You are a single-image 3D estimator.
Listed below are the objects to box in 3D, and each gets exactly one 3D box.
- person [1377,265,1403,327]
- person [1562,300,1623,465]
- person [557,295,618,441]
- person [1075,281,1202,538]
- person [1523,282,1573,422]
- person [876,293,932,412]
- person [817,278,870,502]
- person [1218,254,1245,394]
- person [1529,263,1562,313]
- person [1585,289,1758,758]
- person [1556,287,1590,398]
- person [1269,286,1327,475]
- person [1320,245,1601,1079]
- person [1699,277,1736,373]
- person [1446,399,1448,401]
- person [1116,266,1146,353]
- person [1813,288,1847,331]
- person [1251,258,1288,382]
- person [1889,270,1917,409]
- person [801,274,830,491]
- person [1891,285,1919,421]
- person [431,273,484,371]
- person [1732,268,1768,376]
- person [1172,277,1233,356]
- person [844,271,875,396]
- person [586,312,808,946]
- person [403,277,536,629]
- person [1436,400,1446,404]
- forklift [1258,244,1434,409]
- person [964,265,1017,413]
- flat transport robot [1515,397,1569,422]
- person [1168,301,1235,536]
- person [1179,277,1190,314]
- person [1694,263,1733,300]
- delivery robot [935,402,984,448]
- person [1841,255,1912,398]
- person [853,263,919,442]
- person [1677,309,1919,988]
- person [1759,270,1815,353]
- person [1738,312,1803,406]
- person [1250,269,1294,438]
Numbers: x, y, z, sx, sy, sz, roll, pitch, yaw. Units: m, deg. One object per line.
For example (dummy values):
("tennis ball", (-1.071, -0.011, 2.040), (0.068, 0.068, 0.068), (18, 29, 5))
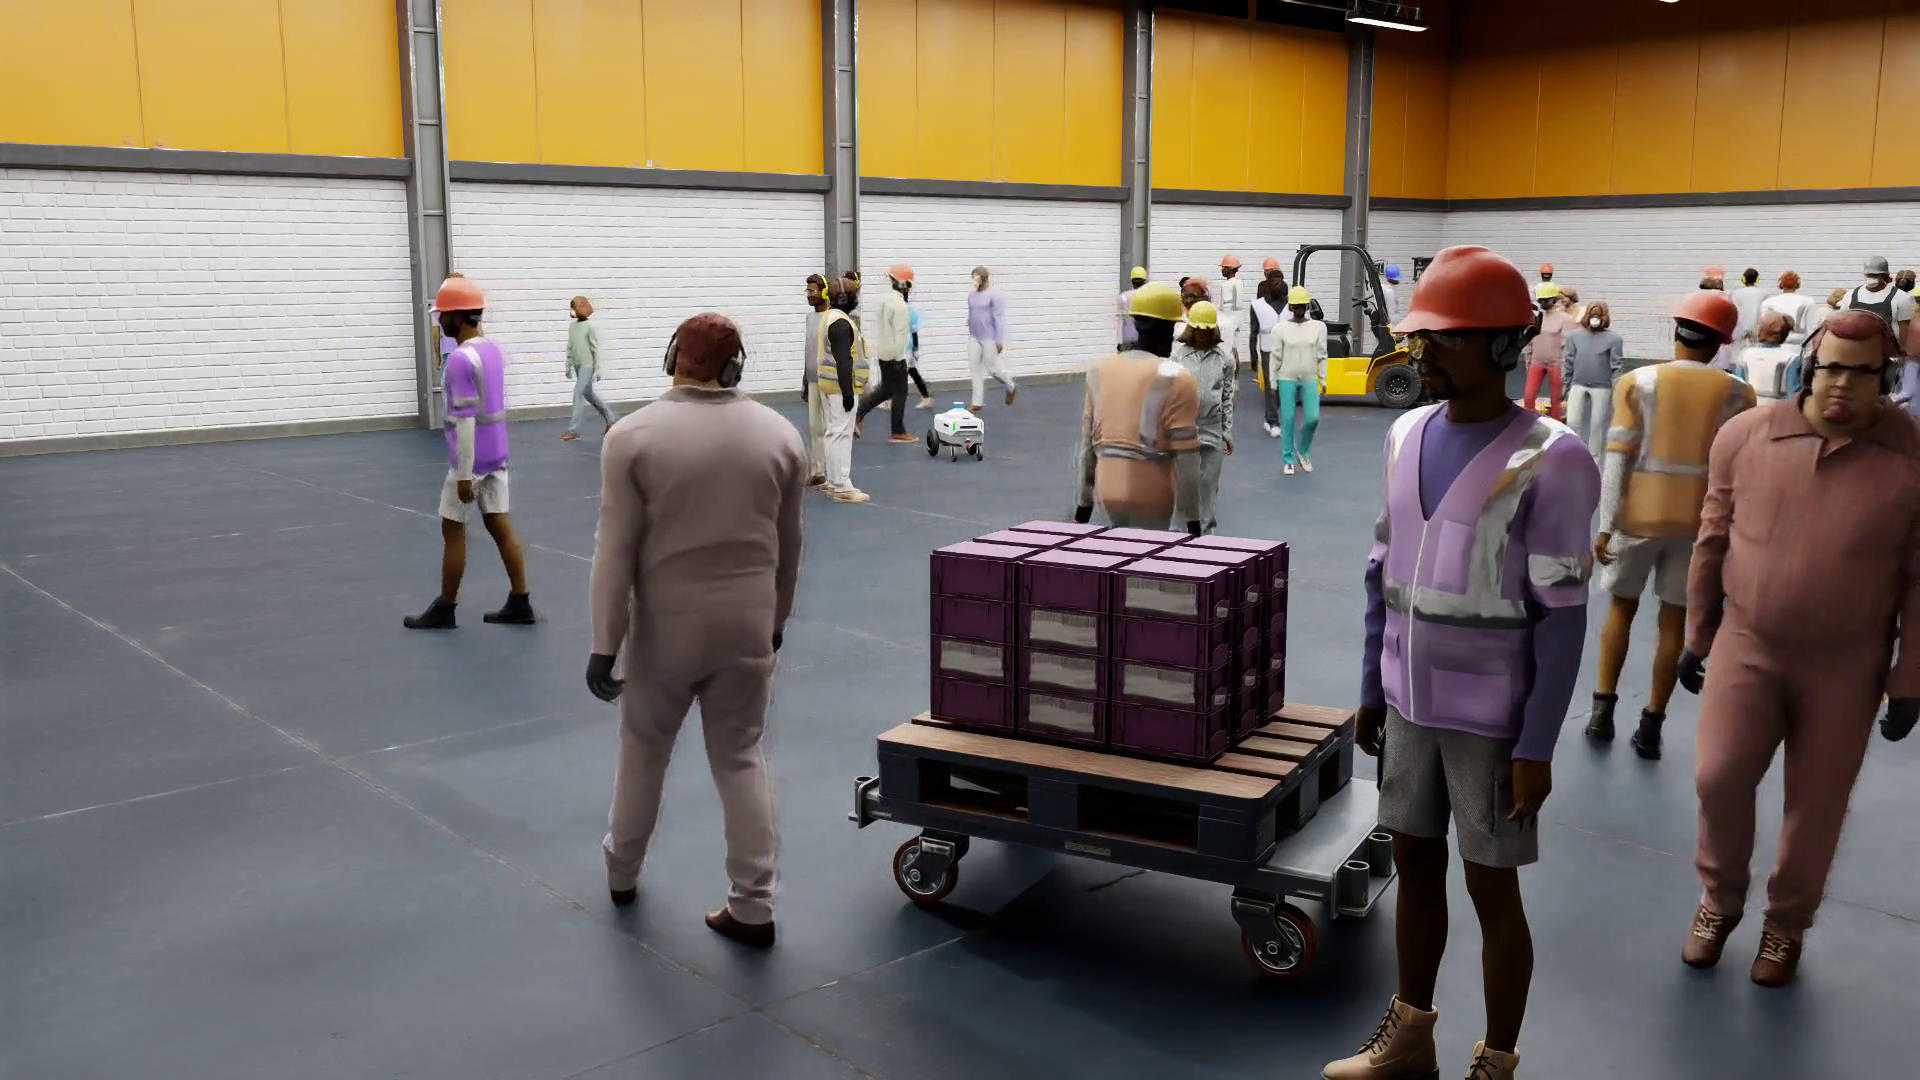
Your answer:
("person", (6.712, -3.353, 26.042), (0.377, 1.880, 0.706), (2, 10, 9))
("person", (5.696, -1.352, 15.053), (0.530, 1.614, 0.599), (6, 11, 32))
("person", (-4.140, -1.919, 18.472), (0.824, 1.598, 0.512), (-9, 13, -43))
("person", (0.819, -0.196, 7.450), (0.427, 1.908, 0.621), (-9, 13, -43))
("person", (6.185, -1.839, 17.591), (0.540, 1.737, 0.730), (8, 12, 39))
("person", (-0.733, -2.494, 21.727), (0.941, 1.635, 0.533), (-6, 11, -30))
("person", (-0.960, -1.237, 13.758), (0.429, 1.846, 0.625), (-2, 10, -13))
("person", (3.960, -3.174, 24.503), (0.360, 2.048, 0.611), (5, 11, 28))
("person", (10.038, -3.809, 28.619), (0.544, 1.919, 0.811), (3, 10, 16))
("person", (2.908, -0.069, 6.788), (0.589, 1.886, 0.554), (2, 10, 14))
("person", (7.793, -2.417, 21.316), (0.534, 1.610, 0.631), (8, 13, 41))
("person", (3.124, -1.467, 15.373), (0.543, 1.750, 0.392), (0, 10, 2))
("person", (1.119, 0.368, 3.781), (0.376, 2.044, 0.607), (-5, 11, -29))
("person", (8.061, -1.886, 17.675), (0.838, 1.818, 0.637), (-1, 10, -8))
("person", (5.492, -2.061, 18.342), (0.623, 1.921, 1.083), (2, 10, 11))
("person", (2.421, -2.768, 22.601), (0.599, 1.892, 0.928), (1, 10, 3))
("person", (11.761, -2.601, 22.445), (0.520, 1.599, 0.734), (8, 13, 40))
("person", (4.957, -3.509, 26.617), (0.396, 1.992, 0.623), (-8, 13, -39))
("person", (12.535, -2.675, 22.190), (0.429, 1.843, 0.627), (7, 12, 36))
("person", (-1.209, -1.363, 14.423), (0.328, 1.872, 0.515), (-9, 13, -43))
("person", (10.506, -1.969, 18.340), (0.526, 1.750, 0.509), (-3, 10, -14))
("person", (-5.577, -2.048, 18.524), (0.563, 1.837, 0.389), (-1, 10, -3))
("person", (11.731, -3.119, 24.739), (0.545, 1.853, 0.632), (3, 10, 17))
("person", (1.862, -1.142, 13.193), (0.599, 1.851, 0.880), (4, 10, 21))
("person", (-1.394, -2.650, 22.114), (0.554, 1.809, 0.956), (9, 13, 43))
("person", (-0.818, 0.254, 5.010), (0.723, 1.854, 0.824), (-6, 11, -29))
("person", (-2.672, -0.456, 9.017), (0.582, 1.931, 0.552), (2, 10, 10))
("person", (5.921, -2.159, 19.072), (0.683, 1.883, 0.653), (7, 12, 36))
("forklift", (5.256, -2.933, 22.661), (2.313, 2.155, 1.214), (3, 10, 16))
("person", (0.377, -2.618, 21.663), (0.800, 1.911, 0.645), (-9, 13, -43))
("flat transport robot", (7.255, -1.627, 20.640), (0.652, 0.197, 1.431), (6, 11, 31))
("person", (1.551, -0.681, 10.823), (0.484, 1.735, 0.311), (-1, 10, -7))
("person", (3.647, -3.409, 26.925), (0.531, 1.694, 0.320), (4, 11, 24))
("person", (10.706, -2.974, 23.714), (0.553, 1.918, 0.466), (1, 10, 8))
("delivery robot", (-0.012, -1.135, 16.656), (0.477, 0.478, 0.707), (-3, 10, -16))
("person", (9.744, -2.032, 17.834), (0.688, 2.000, 0.536), (9, 13, 41))
("person", (-0.819, -1.997, 17.890), (0.740, 1.955, 0.634), (-4, 10, -21))
("person", (2.305, 0.319, 4.531), (0.666, 1.881, 0.482), (6, 12, 33))
("person", (9.661, -2.229, 19.494), (0.582, 1.866, 0.643), (8, 13, 39))
("person", (5.916, -0.838, 12.071), (0.758, 1.606, 0.541), (-6, 11, -32))
("person", (3.587, -2.133, 18.922), (0.607, 1.879, 0.964), (-1, 10, -5))
